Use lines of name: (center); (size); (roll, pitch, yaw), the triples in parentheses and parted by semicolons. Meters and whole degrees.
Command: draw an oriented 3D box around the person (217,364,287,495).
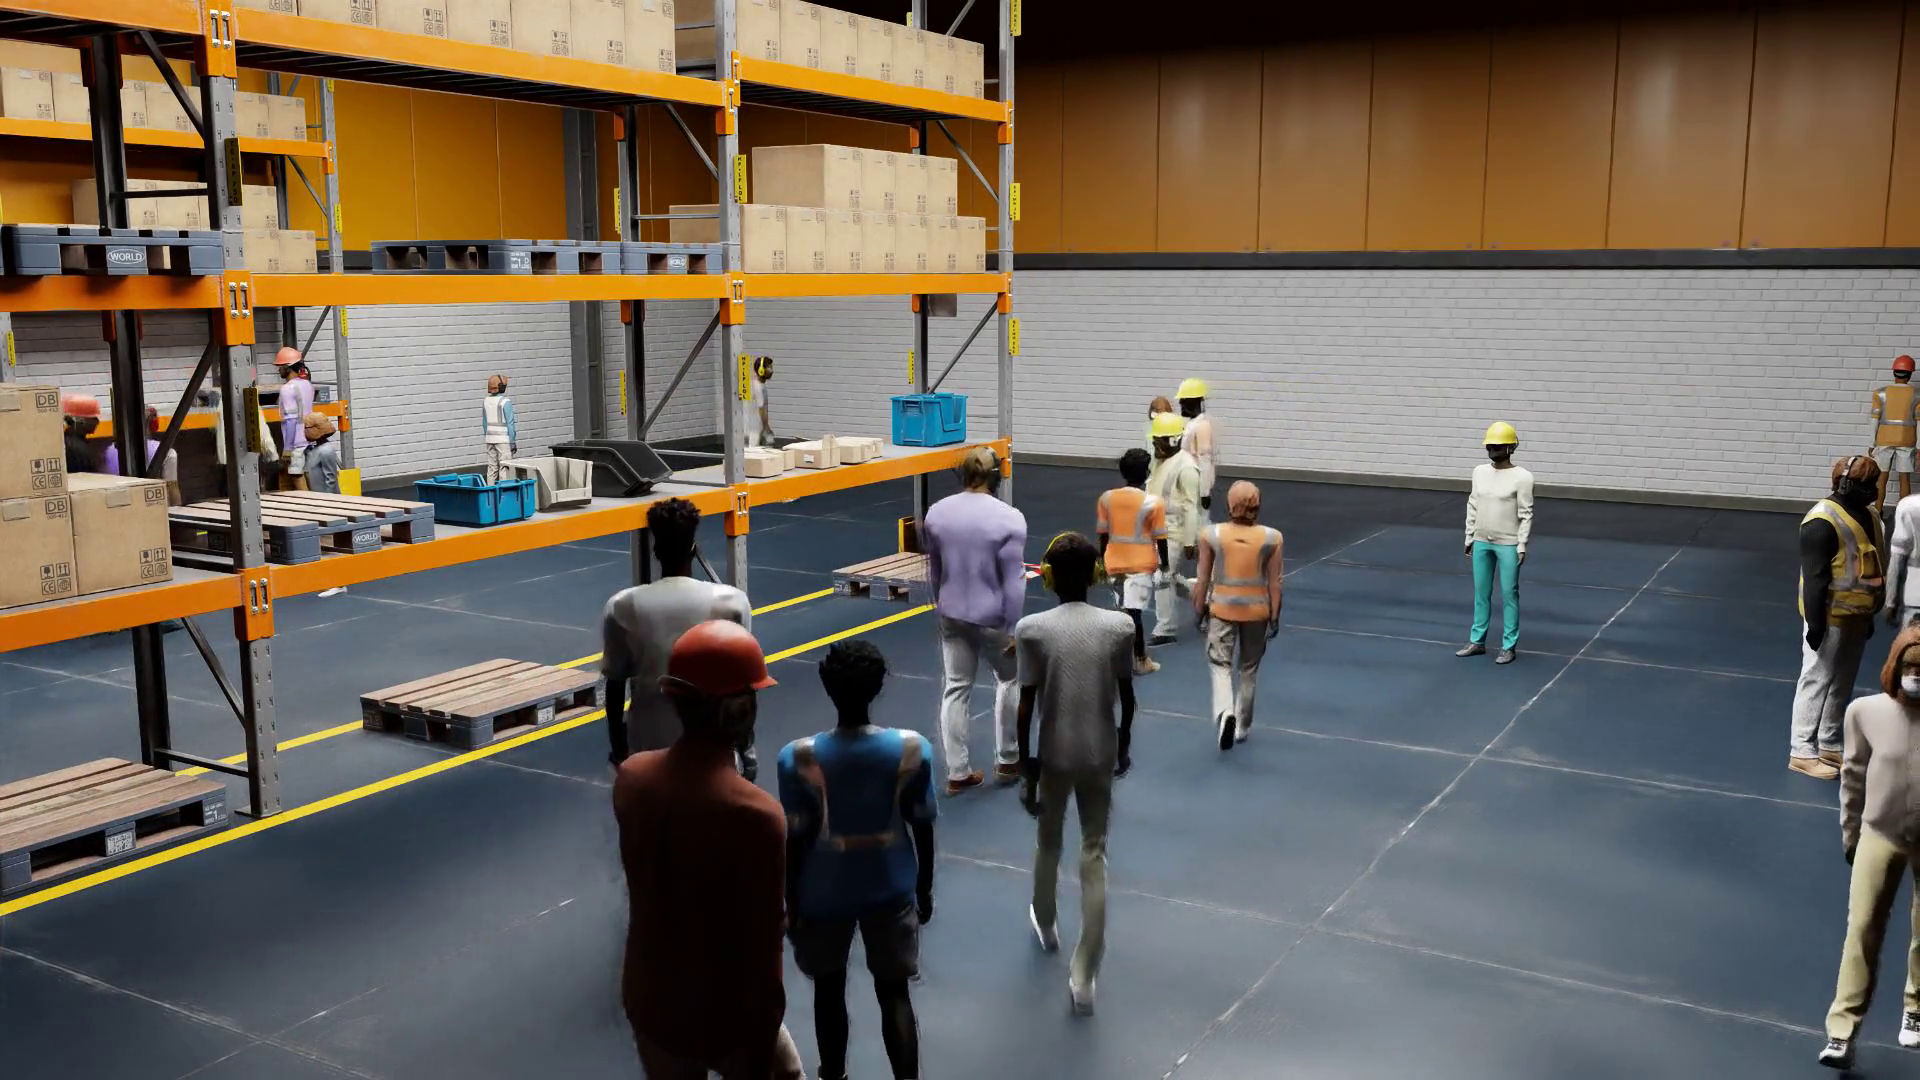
person: (-7.071, -0.808, 16.723); (0.615, 1.949, 0.958); (8, 12, 41)

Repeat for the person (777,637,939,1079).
person: (-0.314, 1.155, 5.364); (0.538, 1.676, 0.723); (-2, 9, -14)

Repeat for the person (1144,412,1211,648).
person: (1.683, -0.081, 12.678); (0.672, 1.806, 0.610); (-3, 9, -16)

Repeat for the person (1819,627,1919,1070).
person: (3.354, 1.110, 5.893); (0.510, 1.589, 0.868); (7, 12, 38)

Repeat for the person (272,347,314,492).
person: (-7.235, -1.070, 18.093); (0.394, 2.042, 0.611); (0, 9, 2)

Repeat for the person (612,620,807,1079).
person: (-0.626, 1.178, 4.278); (0.621, 1.972, 0.547); (7, 11, 36)

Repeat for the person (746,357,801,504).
person: (-2.388, -1.322, 20.353); (0.968, 1.819, 0.549); (-1, 9, -3)

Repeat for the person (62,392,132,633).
person: (-6.899, -0.179, 12.861); (1.022, 1.947, 0.679); (-7, 12, -38)

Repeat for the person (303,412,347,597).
person: (-5.594, -0.314, 14.647); (0.284, 1.633, 0.498); (-5, 10, -29)

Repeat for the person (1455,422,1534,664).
person: (3.917, 0.020, 12.151); (0.315, 1.770, 0.524); (-7, 12, -39)

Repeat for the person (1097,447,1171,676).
person: (1.159, 0.191, 11.441); (0.539, 1.660, 0.854); (8, 12, 42)

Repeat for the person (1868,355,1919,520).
person: (10.452, -1.093, 18.562); (0.551, 1.935, 0.375); (6, 11, 32)

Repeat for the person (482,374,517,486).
person: (-5.497, -1.155, 19.876); (0.513, 1.641, 0.307); (6, 11, 33)

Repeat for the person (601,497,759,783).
person: (-1.135, 0.787, 6.806); (0.633, 1.938, 0.663); (0, 9, -2)

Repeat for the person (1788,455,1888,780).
person: (4.974, 0.431, 9.395); (0.619, 1.836, 0.431); (-7, 11, -35)

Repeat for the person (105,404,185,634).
person: (-6.369, -0.143, 12.982); (0.580, 1.821, 0.549); (1, 9, 8)

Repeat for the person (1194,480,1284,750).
person: (1.659, 0.454, 9.887); (0.526, 1.616, 0.632); (1, 9, 7)

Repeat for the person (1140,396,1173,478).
person: (2.112, -0.696, 17.107); (0.761, 1.600, 0.491); (-6, 11, -33)

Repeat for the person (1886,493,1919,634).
person: (5.708, 0.344, 9.679); (0.543, 1.917, 0.820); (4, 10, 25)

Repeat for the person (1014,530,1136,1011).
person: (0.453, 0.867, 6.696); (0.494, 1.817, 0.949); (0, 9, -1)

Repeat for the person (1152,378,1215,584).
person: (2.007, -0.515, 15.110); (0.838, 1.893, 0.600); (0, 9, 3)

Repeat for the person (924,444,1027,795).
person: (0.137, 0.424, 9.187); (0.633, 1.916, 0.743); (4, 10, 26)
